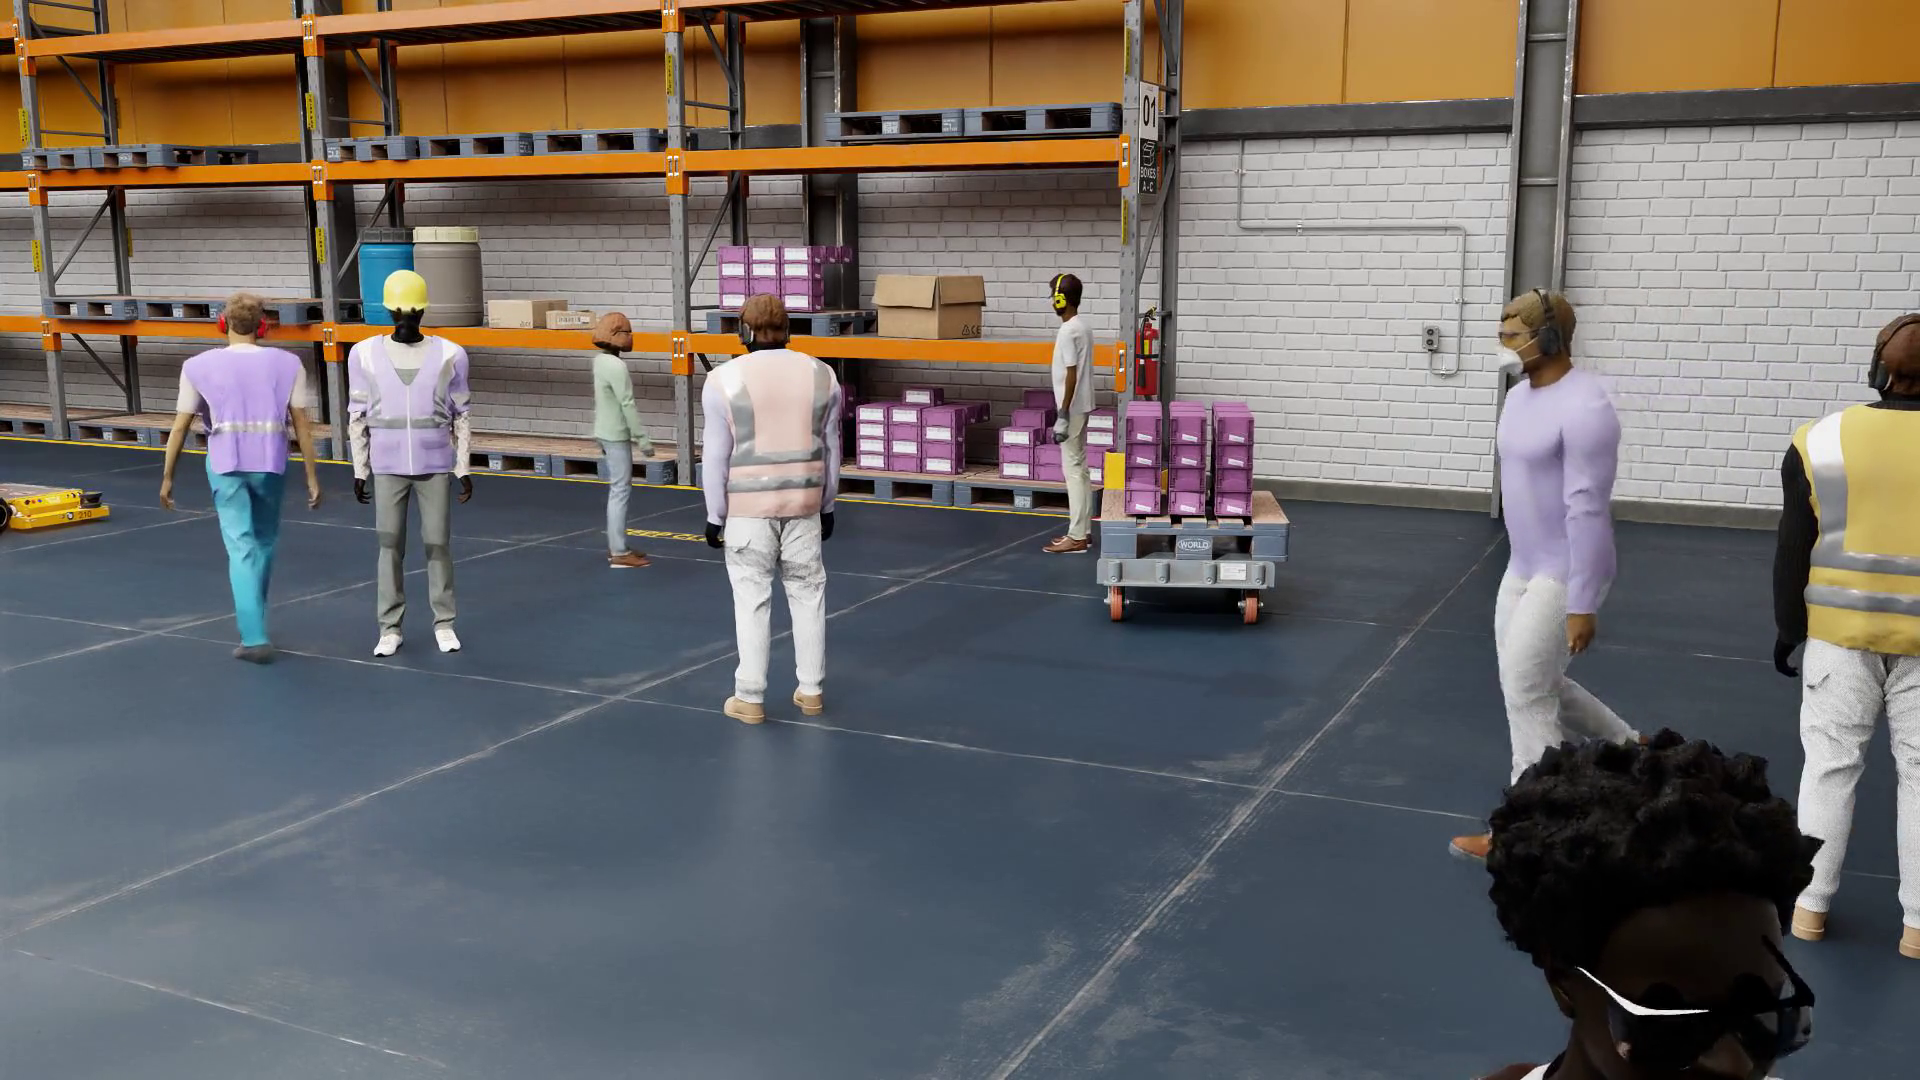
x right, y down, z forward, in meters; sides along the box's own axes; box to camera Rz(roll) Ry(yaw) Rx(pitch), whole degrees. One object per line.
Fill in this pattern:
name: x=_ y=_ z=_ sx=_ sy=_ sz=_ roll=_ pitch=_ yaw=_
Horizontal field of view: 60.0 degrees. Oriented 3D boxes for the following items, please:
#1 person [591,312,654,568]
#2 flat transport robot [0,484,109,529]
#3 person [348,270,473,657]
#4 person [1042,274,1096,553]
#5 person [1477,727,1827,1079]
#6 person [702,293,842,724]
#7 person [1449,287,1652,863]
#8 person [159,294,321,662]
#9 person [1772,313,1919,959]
person: x=-2.161 y=-0.631 z=10.613 sx=0.339 sy=1.633 sz=0.512 roll=-4 pitch=11 yaw=-24
flat transport robot: x=-7.143 y=-0.270 z=12.421 sx=1.431 sy=0.197 sz=0.652 roll=4 pitch=11 yaw=24
person: x=-2.735 y=-0.379 z=8.312 sx=0.585 sy=1.924 sz=0.378 roll=-3 pitch=10 yaw=-16
person: x=0.732 y=-0.839 z=11.125 sx=0.331 sy=1.864 sz=0.513 roll=3 pitch=10 yaw=18
person: x=0.489 y=0.964 z=1.337 sx=0.583 sy=1.707 sz=0.377 roll=-3 pitch=10 yaw=-15
person: x=-0.816 y=-0.131 z=7.145 sx=0.624 sy=1.840 sz=0.429 roll=-5 pitch=11 yaw=-27
person: x=2.037 y=0.122 z=5.498 sx=0.721 sy=1.912 sz=0.660 roll=-1 pitch=10 yaw=-5
person: x=-3.634 y=-0.325 z=8.363 sx=0.713 sy=1.785 sz=0.932 roll=-6 pitch=12 yaw=-31
person: x=2.679 y=0.278 z=4.783 sx=0.633 sy=1.846 sz=0.429 roll=6 pitch=11 yaw=30
